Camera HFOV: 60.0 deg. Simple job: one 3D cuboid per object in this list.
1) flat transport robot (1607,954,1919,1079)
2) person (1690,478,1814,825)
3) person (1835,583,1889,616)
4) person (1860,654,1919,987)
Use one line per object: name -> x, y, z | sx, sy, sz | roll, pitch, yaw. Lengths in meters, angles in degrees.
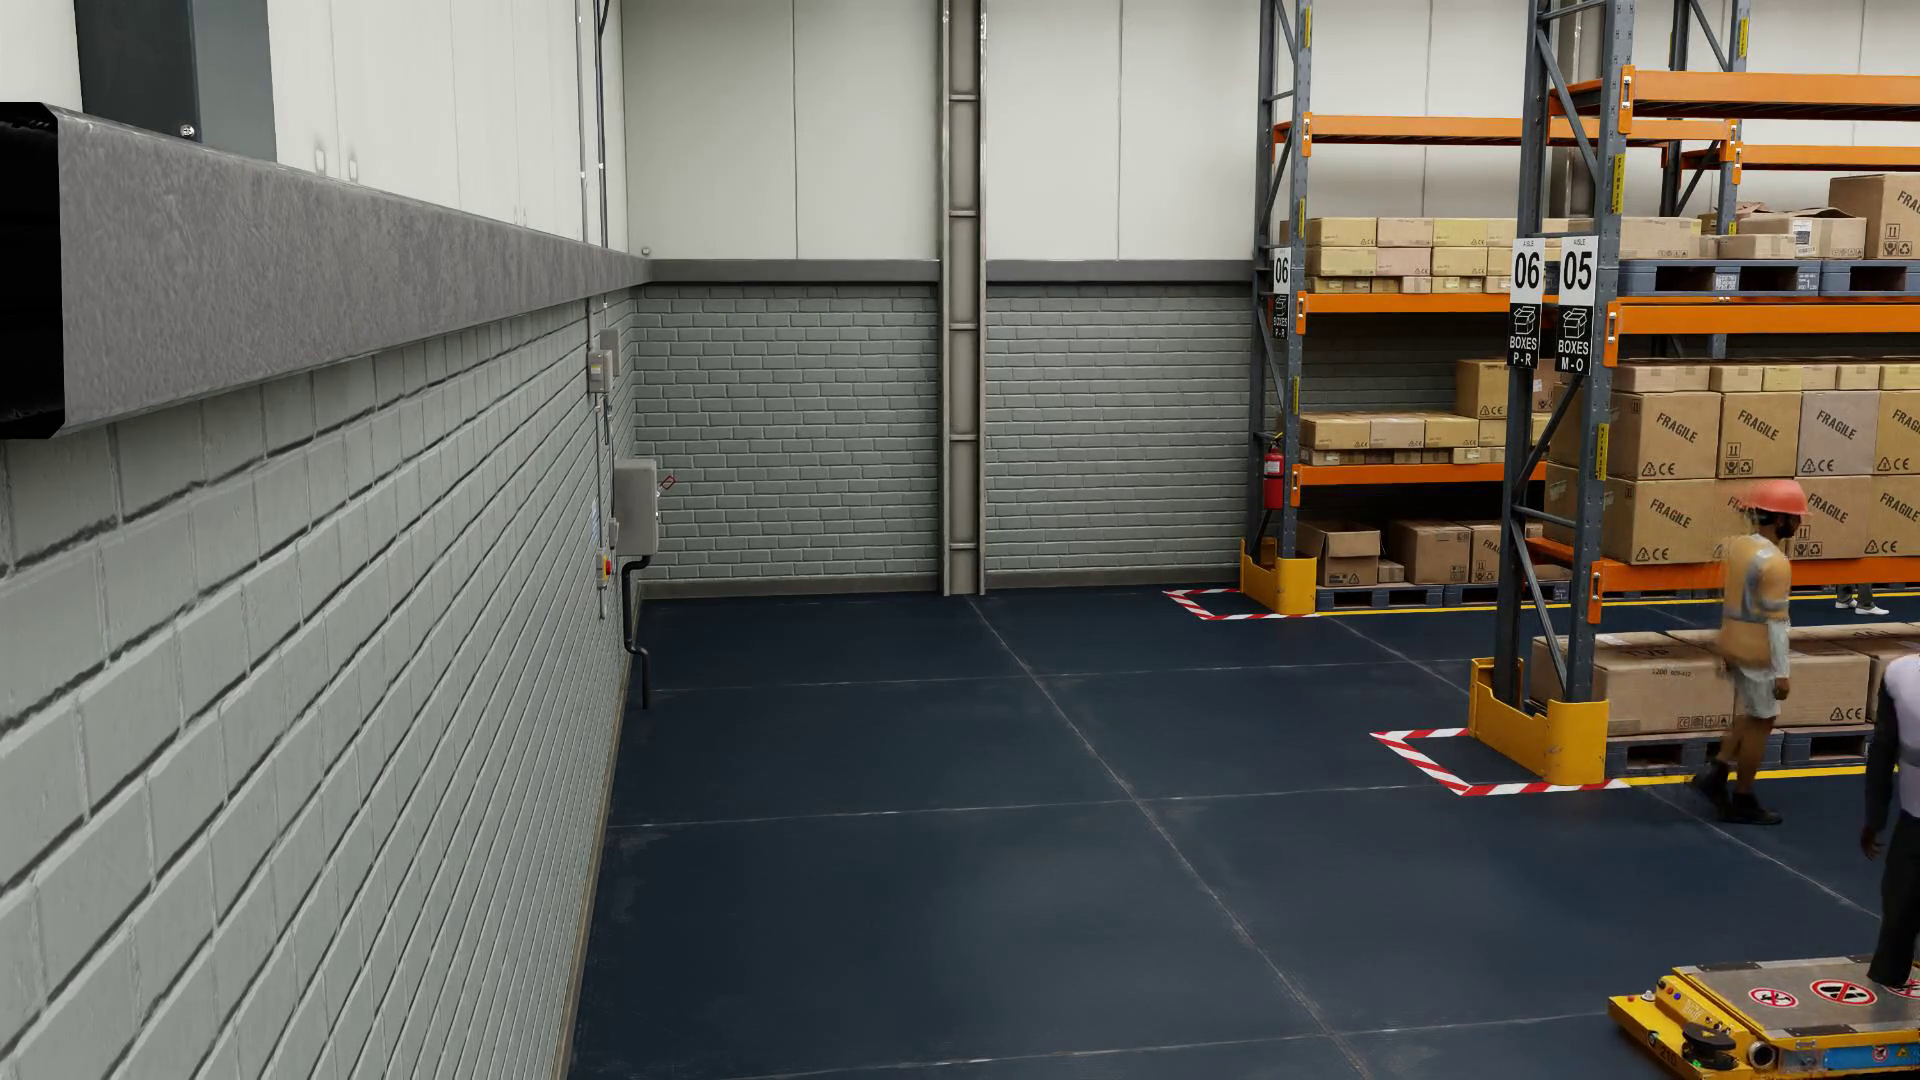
flat transport robot -> 3.362, 1.859, 6.475 | 1.431, 0.197, 0.652 | -1, 9, -8
person -> 4.359, 0.616, 9.046 | 0.412, 1.921, 0.559 | 0, 9, 3
person -> 8.032, -0.293, 14.687 | 0.392, 1.921, 0.585 | -2, 9, -10
person -> 3.745, 1.093, 6.295 | 0.469, 1.881, 0.603 | -7, 12, -39
